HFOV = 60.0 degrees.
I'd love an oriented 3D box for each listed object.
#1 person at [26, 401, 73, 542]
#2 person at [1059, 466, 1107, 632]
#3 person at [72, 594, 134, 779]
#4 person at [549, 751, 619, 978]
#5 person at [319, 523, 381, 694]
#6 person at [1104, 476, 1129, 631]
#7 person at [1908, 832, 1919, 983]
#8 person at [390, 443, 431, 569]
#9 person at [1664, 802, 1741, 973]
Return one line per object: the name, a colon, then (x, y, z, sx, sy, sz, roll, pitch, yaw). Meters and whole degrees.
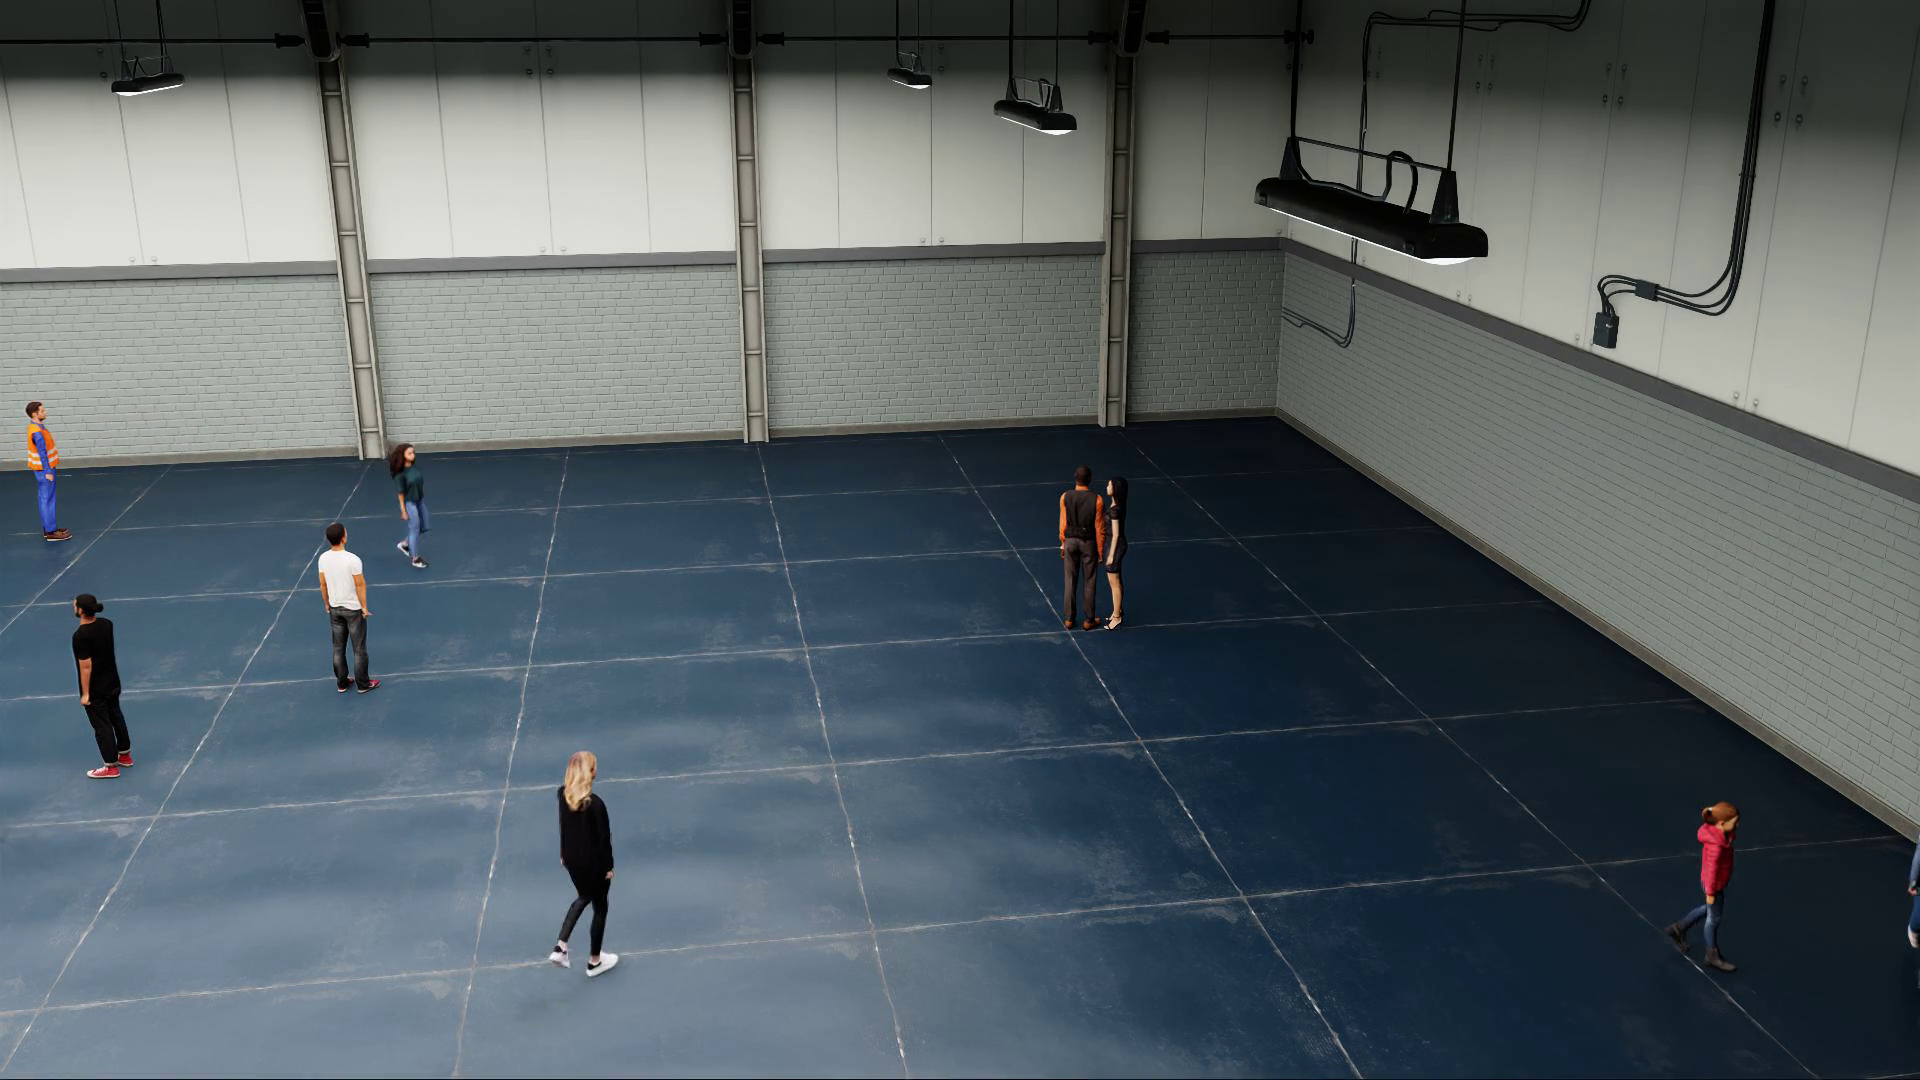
person: (-12.134, -0.930, 22.045, 0.758, 1.863, 0.783, -12, 21, -32)
person: (1.377, 0.081, 18.866, 0.718, 1.908, 0.848, 5, 19, 16)
person: (-7.908, 1.322, 15.297, 0.659, 1.759, 0.685, 2, 18, 5)
person: (-2.758, 2.386, 11.979, 0.875, 1.789, 0.935, 12, 22, 33)
person: (-6.339, 0.696, 17.149, 0.615, 1.804, 0.765, 4, 18, 12)
person: (1.764, 0.137, 18.884, 0.605, 1.792, 0.659, 3, 18, 10)
person: (7.118, 2.542, 12.067, 1.015, 1.439, 1.003, 9, 20, 25)
person: (-6.975, -0.442, 20.963, 0.816, 1.604, 0.742, 6, 19, 17)
person: (5.530, 2.530, 12.318, 0.847, 1.306, 0.780, 11, 21, 31)
